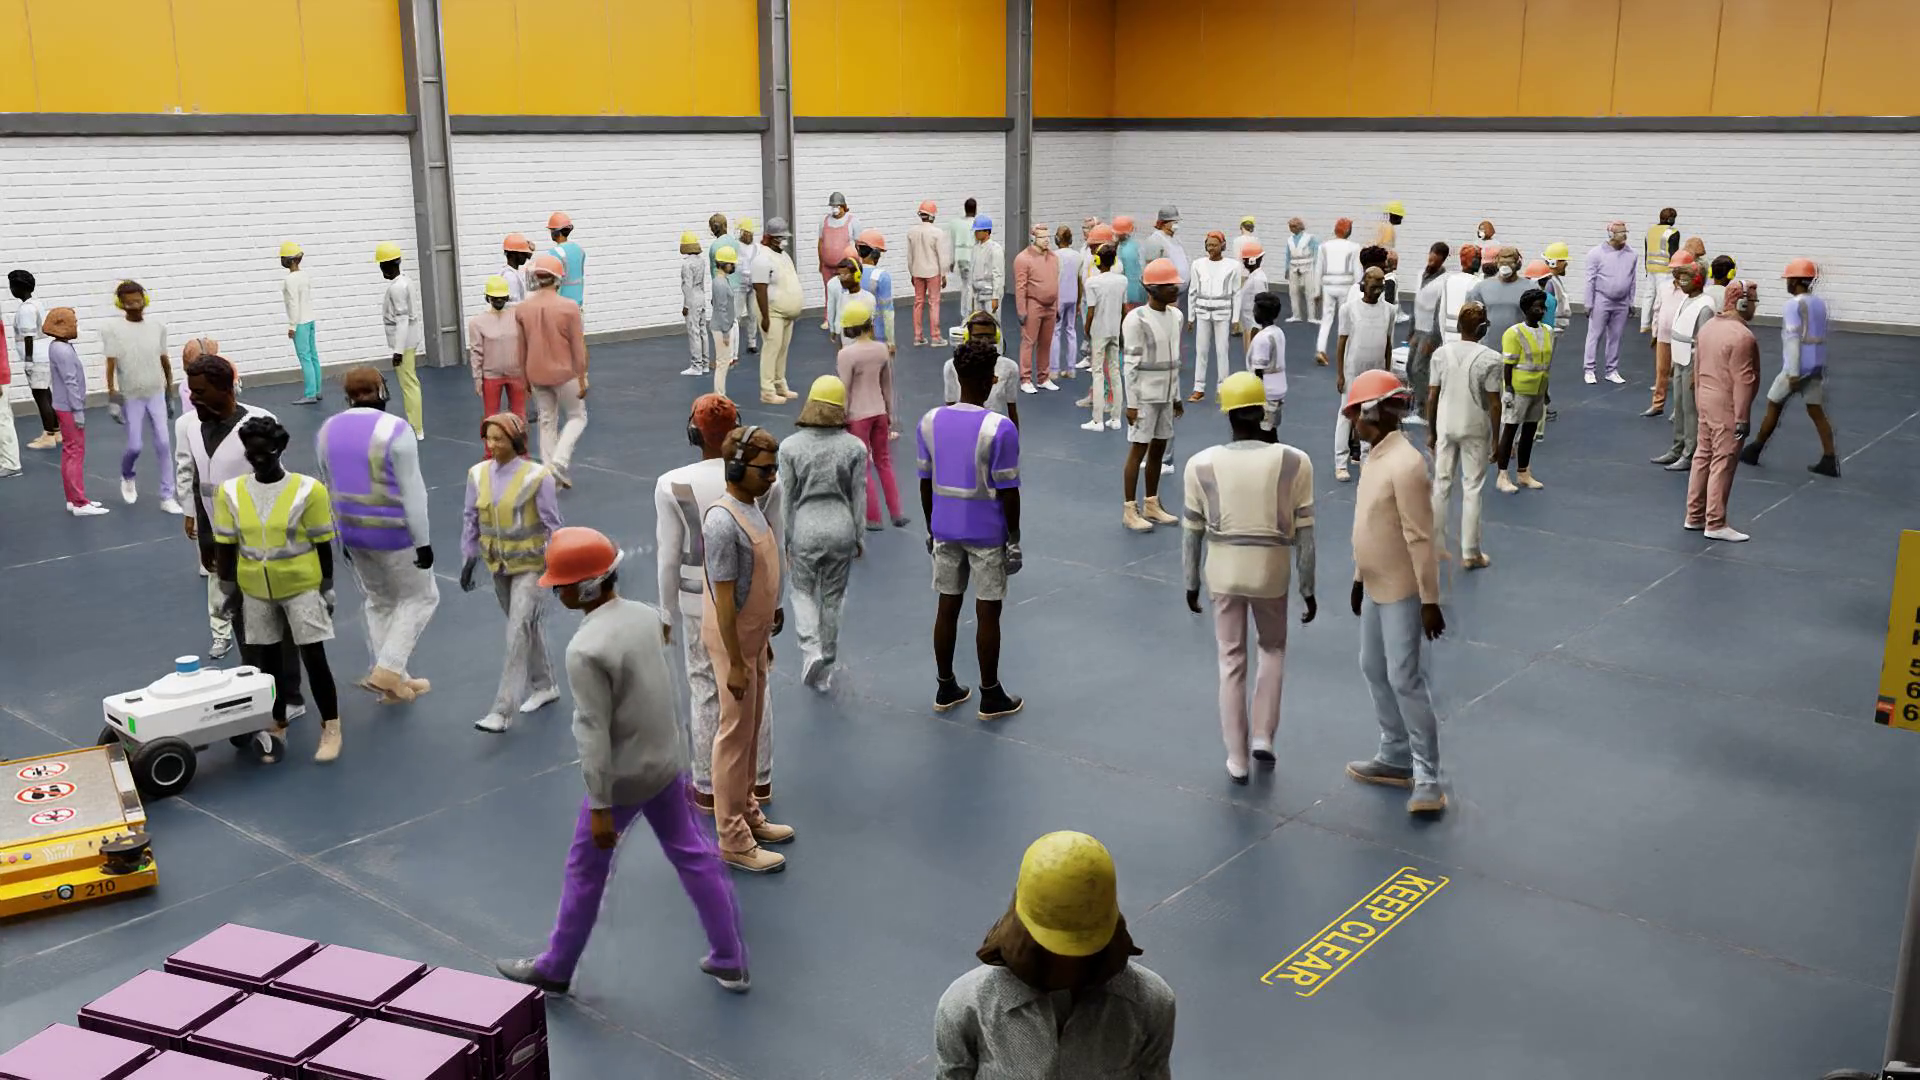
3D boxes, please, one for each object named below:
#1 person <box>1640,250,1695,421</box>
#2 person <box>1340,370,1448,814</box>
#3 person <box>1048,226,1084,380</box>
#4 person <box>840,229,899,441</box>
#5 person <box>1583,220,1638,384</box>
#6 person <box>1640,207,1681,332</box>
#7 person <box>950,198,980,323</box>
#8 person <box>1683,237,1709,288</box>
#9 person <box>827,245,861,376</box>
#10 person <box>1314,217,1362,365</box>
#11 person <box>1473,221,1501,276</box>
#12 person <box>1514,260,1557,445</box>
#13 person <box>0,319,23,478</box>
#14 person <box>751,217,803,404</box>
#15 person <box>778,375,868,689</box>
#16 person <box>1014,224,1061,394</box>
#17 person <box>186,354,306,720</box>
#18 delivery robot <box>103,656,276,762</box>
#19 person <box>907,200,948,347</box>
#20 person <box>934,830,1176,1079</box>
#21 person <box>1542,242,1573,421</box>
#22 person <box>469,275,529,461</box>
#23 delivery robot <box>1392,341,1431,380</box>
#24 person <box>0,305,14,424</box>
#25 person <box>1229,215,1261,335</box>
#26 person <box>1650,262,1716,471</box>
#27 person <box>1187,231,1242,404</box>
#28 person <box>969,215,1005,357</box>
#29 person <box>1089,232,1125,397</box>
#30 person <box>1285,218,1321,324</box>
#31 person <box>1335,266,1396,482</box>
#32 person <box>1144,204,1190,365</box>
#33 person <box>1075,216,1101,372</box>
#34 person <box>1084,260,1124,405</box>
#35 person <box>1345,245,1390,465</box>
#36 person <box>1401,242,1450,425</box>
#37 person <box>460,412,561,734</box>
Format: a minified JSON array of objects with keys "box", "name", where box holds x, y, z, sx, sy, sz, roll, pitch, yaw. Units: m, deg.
[{"box":[7.381,-2.110,17.184,0.327,1.753,0.563,-9,16,-31],"name":"person"},{"box":[1.966,0.227,7.469,0.495,1.943,0.761,-1,14,-4],"name":"person"},{"box":[1.234,-2.828,19.903,0.515,1.835,0.355,-8,16,-28],"name":"person"},{"box":[-0.855,-1.957,16.000,0.611,2.038,0.382,10,17,36],"name":"person"},{"box":[7.671,-2.796,19.609,0.651,1.913,0.409,-2,14,-9],"name":"person"},{"box":[10.239,-3.920,24.271,0.431,1.835,0.618,-4,15,-16],"name":"person"},{"box":[0.175,-4.310,25.688,0.610,1.894,0.615,8,16,29],"name":"person"},{"box":[9.147,-2.964,20.841,0.497,1.634,0.279,-9,17,-32],"name":"person"},{"box":[-1.140,-2.272,17.828,0.563,1.755,0.328,4,15,17],"name":"person"},{"box":[4.790,-3.151,21.140,0.605,1.895,0.515,8,16,29],"name":"person"},{"box":[7.729,-3.886,24.546,0.282,1.625,0.494,-10,17,-34],"name":"person"},{"box":[5.458,-1.786,15.892,0.339,1.749,0.573,11,18,38],"name":"person"},{"box":[-8.440,-1.410,14.419,0.574,1.740,0.348,14,19,43],"name":"person"},{"box":[-1.994,-2.533,18.294,0.536,2.000,0.690,4,15,17],"name":"person"},{"box":[-0.728,-0.013,8.897,0.493,1.716,0.497,-2,14,-9],"name":"person"},{"box":[0.914,-2.635,18.976,0.651,1.906,0.409,-12,19,-40],"name":"person"},{"box":[-3.636,0.000,8.457,0.594,1.908,0.397,8,16,29],"name":"person"},{"box":[-3.619,0.788,7.848,0.477,0.478,0.707,13,19,42],"name":"delivery robot"},{"box":[-0.441,-3.665,22.912,0.612,1.995,0.377,9,16,31],"name":"person"},{"box":[0.189,1.379,3.285,0.484,1.736,0.308,-2,14,-9],"name":"person"},{"box":[6.096,-2.155,17.213,0.404,1.828,0.602,6,15,22],"name":"person"},{"box":[-3.944,-1.404,14.361,0.518,1.756,0.342,-7,16,-26],"name":"person"},{"box":[5.133,-2.045,19.168,0.477,0.478,0.707,-6,15,-24],"name":"delivery robot"},{"box":[-9.579,-1.814,16.258,0.508,1.629,0.318,-2,14,-9],"name":"person"},{"box":[4.145,-3.803,24.000,0.541,1.726,0.522,-6,15,-24],"name":"person"},{"box":[6.449,-1.525,14.680,0.392,1.838,0.563,1,14,5],"name":"person"},{"box":[2.775,-2.434,18.217,0.586,1.882,0.341,6,15,23],"name":"person"},{"box":[0.312,-2.984,20.308,0.414,1.941,0.607,-9,17,-32],"name":"person"},{"box":[1.681,-2.538,18.713,0.350,1.847,0.506,-2,14,-8],"name":"person"},{"box":[5.285,-4.121,25.517,0.645,1.611,0.332,14,19,43],"name":"person"},{"box":[3.466,-1.418,14.242,0.505,1.844,0.349,-2,14,-9],"name":"person"},{"box":[2.615,-3.175,20.860,0.536,2.000,0.672,8,16,30],"name":"person"},{"box":[1.631,-3.035,20.573,0.401,1.906,0.650,-6,15,-22],"name":"person"},{"box":[1.536,-2.344,17.849,0.392,1.890,0.588,-8,16,-28],"name":"person"},{"box":[3.651,-1.663,14.969,0.361,1.965,0.613,-2,14,-7],"name":"person"},{"box":[4.796,-2.092,16.953,0.552,1.860,0.628,-2,14,-10],"name":"person"},{"box":[-2.305,0.171,8.361,0.542,1.599,0.806,6,15,24],"name":"person"}]
